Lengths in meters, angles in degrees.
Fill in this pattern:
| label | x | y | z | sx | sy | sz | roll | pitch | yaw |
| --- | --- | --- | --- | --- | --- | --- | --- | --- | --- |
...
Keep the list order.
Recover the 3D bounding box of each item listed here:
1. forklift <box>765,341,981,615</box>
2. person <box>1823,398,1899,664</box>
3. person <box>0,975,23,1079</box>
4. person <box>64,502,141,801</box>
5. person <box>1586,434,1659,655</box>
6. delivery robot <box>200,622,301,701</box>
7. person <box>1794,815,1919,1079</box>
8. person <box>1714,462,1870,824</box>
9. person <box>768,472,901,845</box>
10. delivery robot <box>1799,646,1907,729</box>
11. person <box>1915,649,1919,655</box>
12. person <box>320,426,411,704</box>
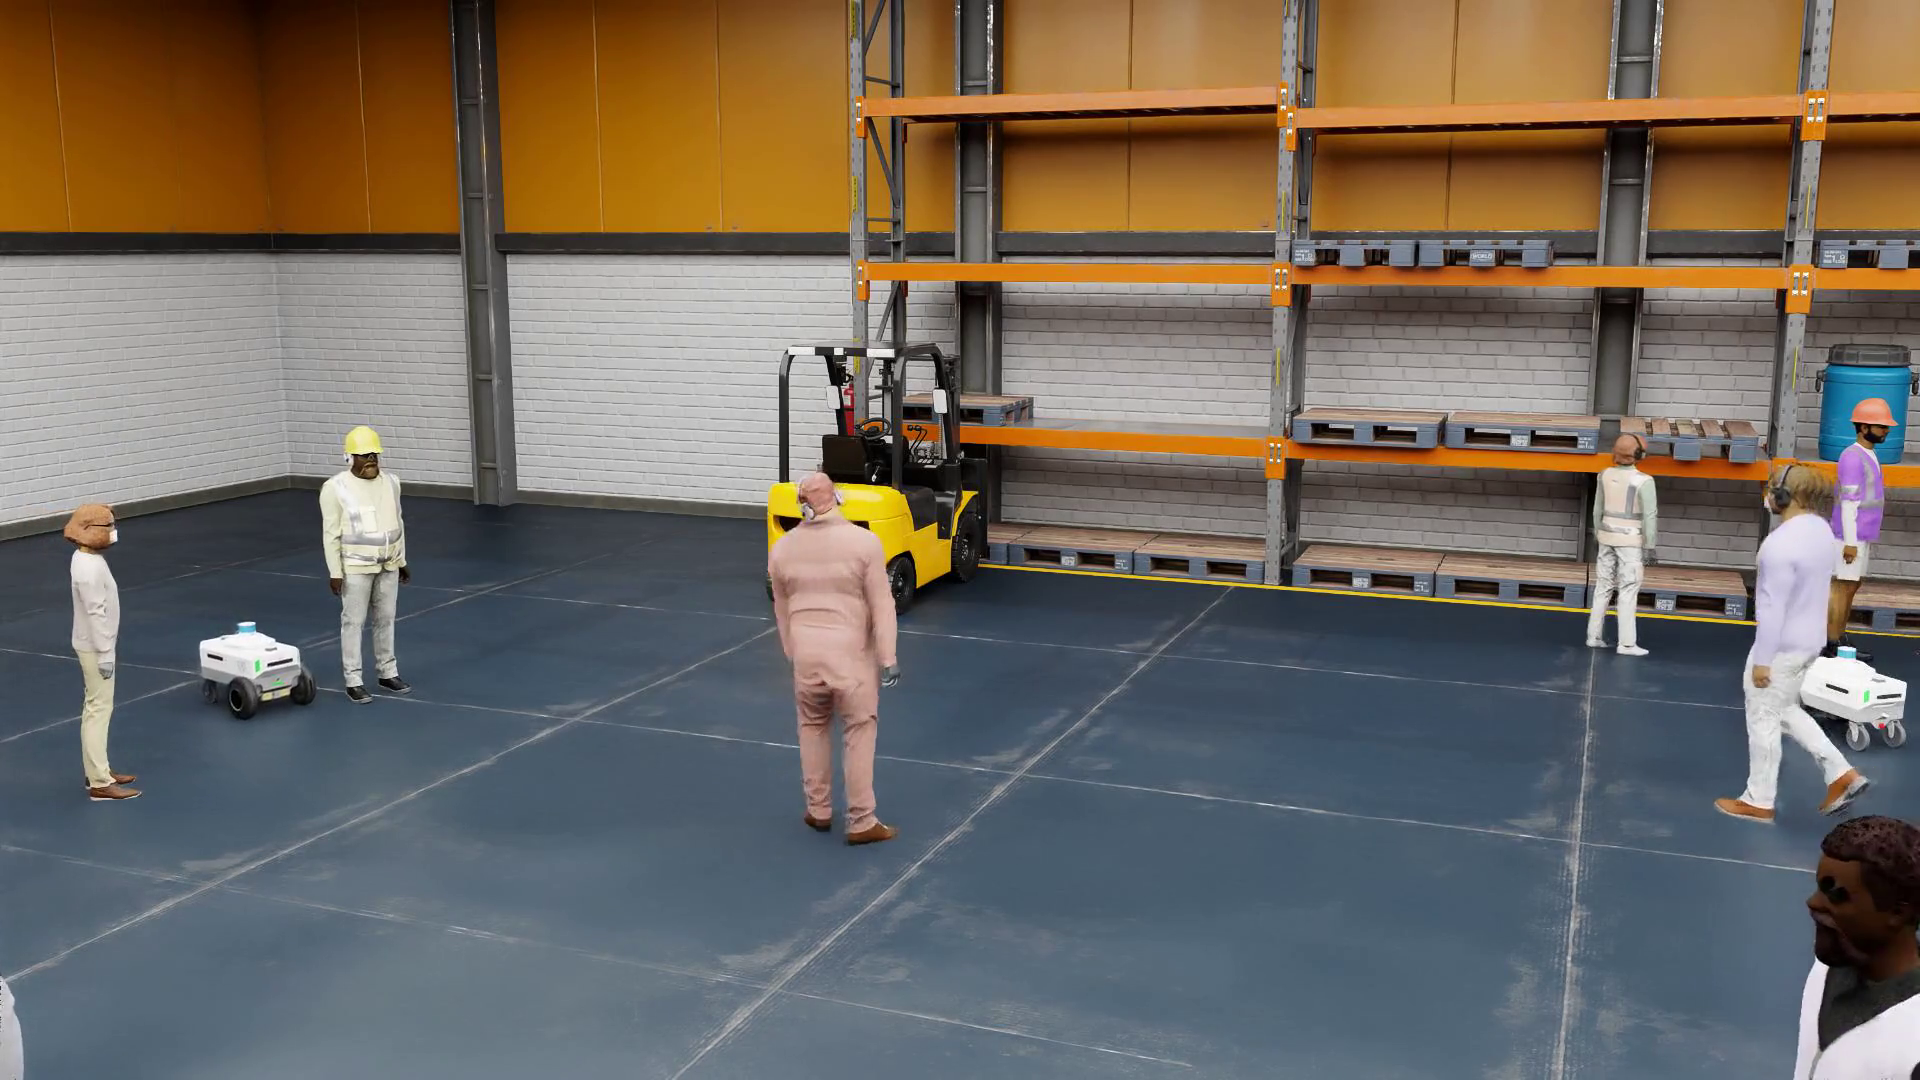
| label | x | y | z | sx | sy | sz | roll | pitch | yaw |
| --- | --- | --- | --- | --- | --- | --- | --- | --- | --- |
| forklift | -0.739 | -0.602 | 14.246 | 1.214 | 2.155 | 2.313 | 4 | 11 | 21 |
| person | 6.431 | -0.049 | 11.882 | 0.359 | 1.936 | 0.552 | 8 | 13 | 37 |
| person | -2.562 | 1.415 | 4.009 | 0.619 | 1.839 | 0.430 | -1 | 10 | -6 |
| person | -4.703 | 0.601 | 9.108 | 0.276 | 1.631 | 0.507 | -6 | 12 | -30 |
| person | 4.881 | 0.044 | 12.229 | 0.375 | 1.638 | 0.569 | -5 | 11 | -26 |
| delivery robot | -4.640 | 0.779 | 10.861 | 0.707 | 0.478 | 0.477 | 7 | 13 | 35 |
| person | 1.837 | 1.487 | 3.516 | 0.987 | 1.862 | 0.614 | 1 | 10 | 5 |
| person | 4.315 | 0.557 | 8.567 | 0.626 | 1.921 | 0.600 | -9 | 14 | -42 |
| person | -0.637 | 0.597 | 8.489 | 0.703 | 1.880 | 0.429 | 5 | 11 | 24 |
| delivery robot | 5.419 | 0.898 | 10.197 | 0.477 | 0.478 | 0.707 | -3 | 11 | -16 |
| person | 7.438 | 0.082 | 12.054 | 0.710 | 1.608 | 0.511 | 3 | 11 | 18 |
| person | -3.914 | 0.155 | 11.034 | 0.404 | 1.830 | 0.601 | 7 | 12 | 35 |
